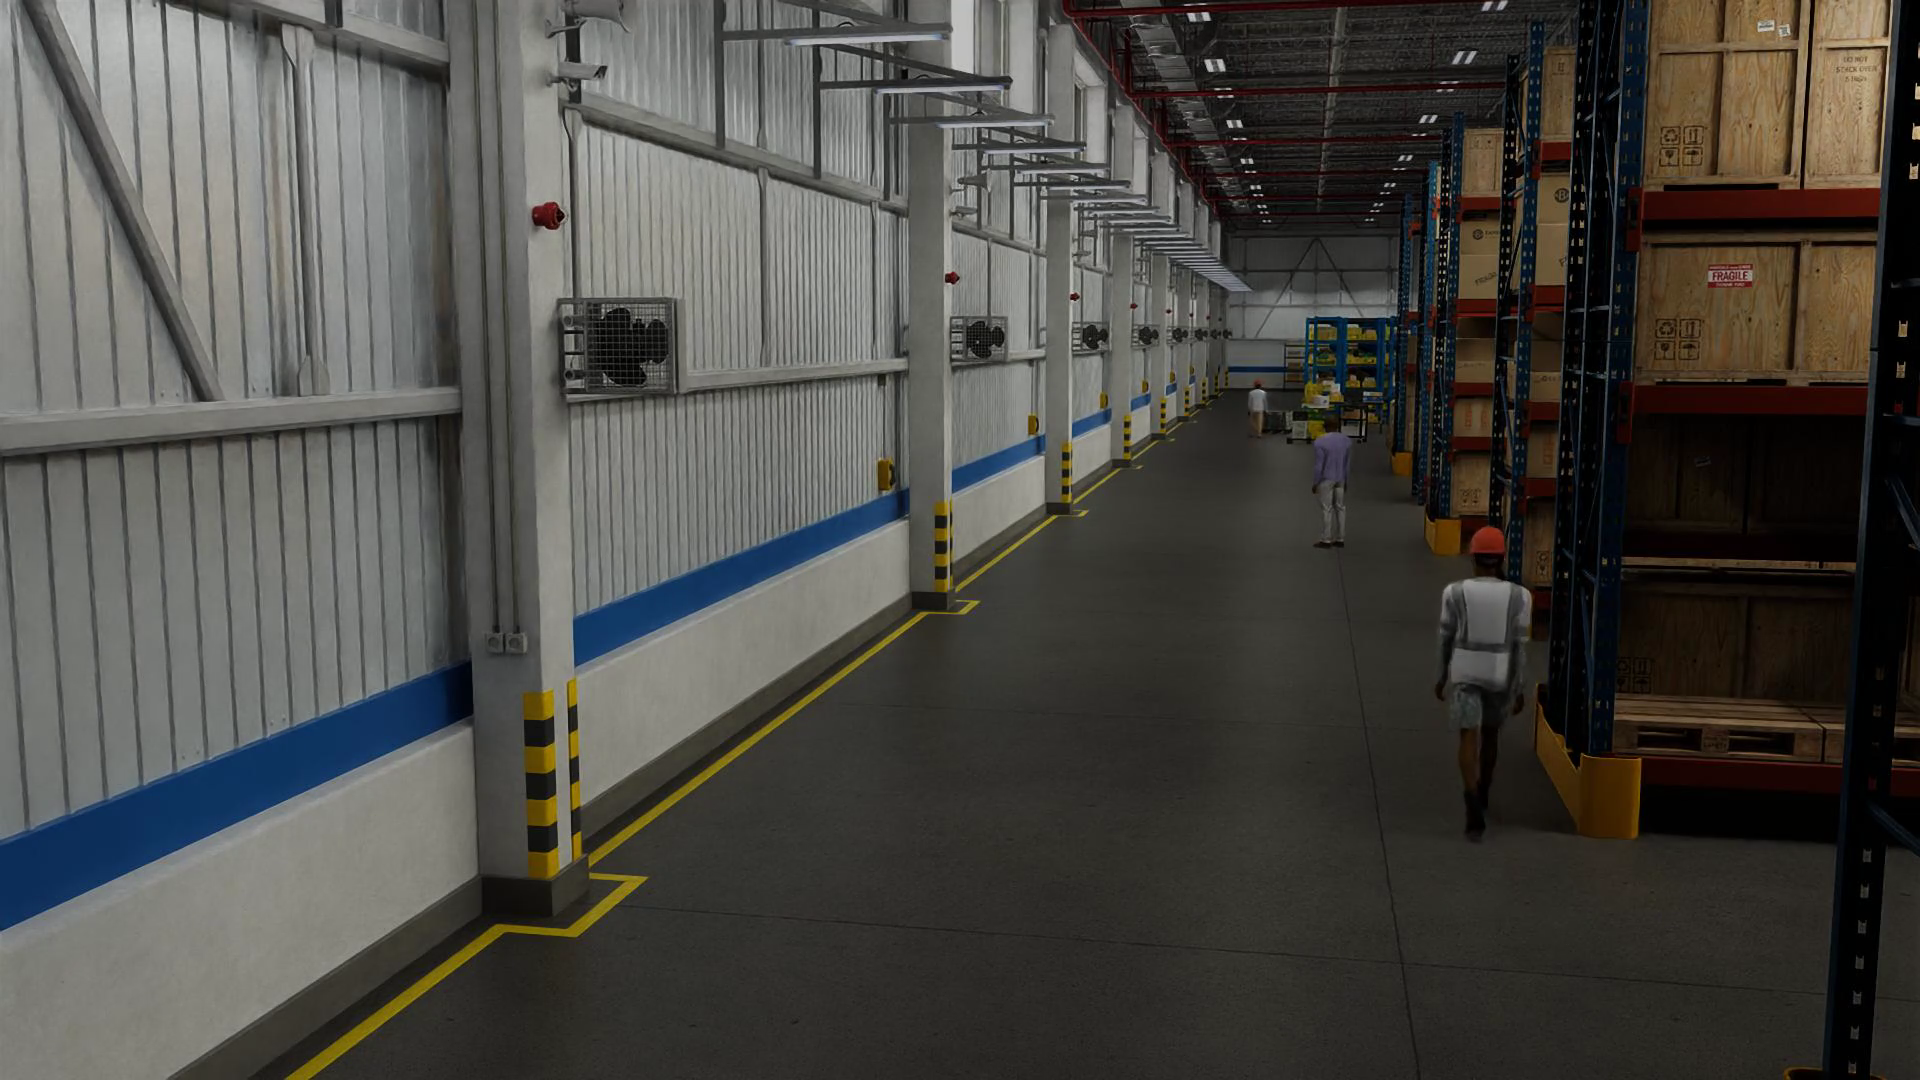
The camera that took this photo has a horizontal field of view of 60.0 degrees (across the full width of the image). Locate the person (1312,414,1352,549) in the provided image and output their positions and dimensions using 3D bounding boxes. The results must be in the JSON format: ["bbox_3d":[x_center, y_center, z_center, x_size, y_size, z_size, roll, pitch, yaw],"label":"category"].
[{"bbox_3d":[5.312,-0.836,23.832,0.629,1.937,0.378,-3,8,-25],"label":"person"}]

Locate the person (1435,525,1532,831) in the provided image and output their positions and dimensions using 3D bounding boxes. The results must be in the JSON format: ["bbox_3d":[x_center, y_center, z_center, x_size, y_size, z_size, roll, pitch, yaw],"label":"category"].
[{"bbox_3d":[3.290,0.854,10.462,0.554,1.904,0.956,2,7,15],"label":"person"}]

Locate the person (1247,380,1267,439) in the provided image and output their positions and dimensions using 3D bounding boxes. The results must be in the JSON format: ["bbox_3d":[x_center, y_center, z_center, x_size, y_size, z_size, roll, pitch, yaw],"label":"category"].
[{"bbox_3d":[8.638,-3.800,48.446,0.593,1.702,0.879,-1,7,-6],"label":"person"}]
